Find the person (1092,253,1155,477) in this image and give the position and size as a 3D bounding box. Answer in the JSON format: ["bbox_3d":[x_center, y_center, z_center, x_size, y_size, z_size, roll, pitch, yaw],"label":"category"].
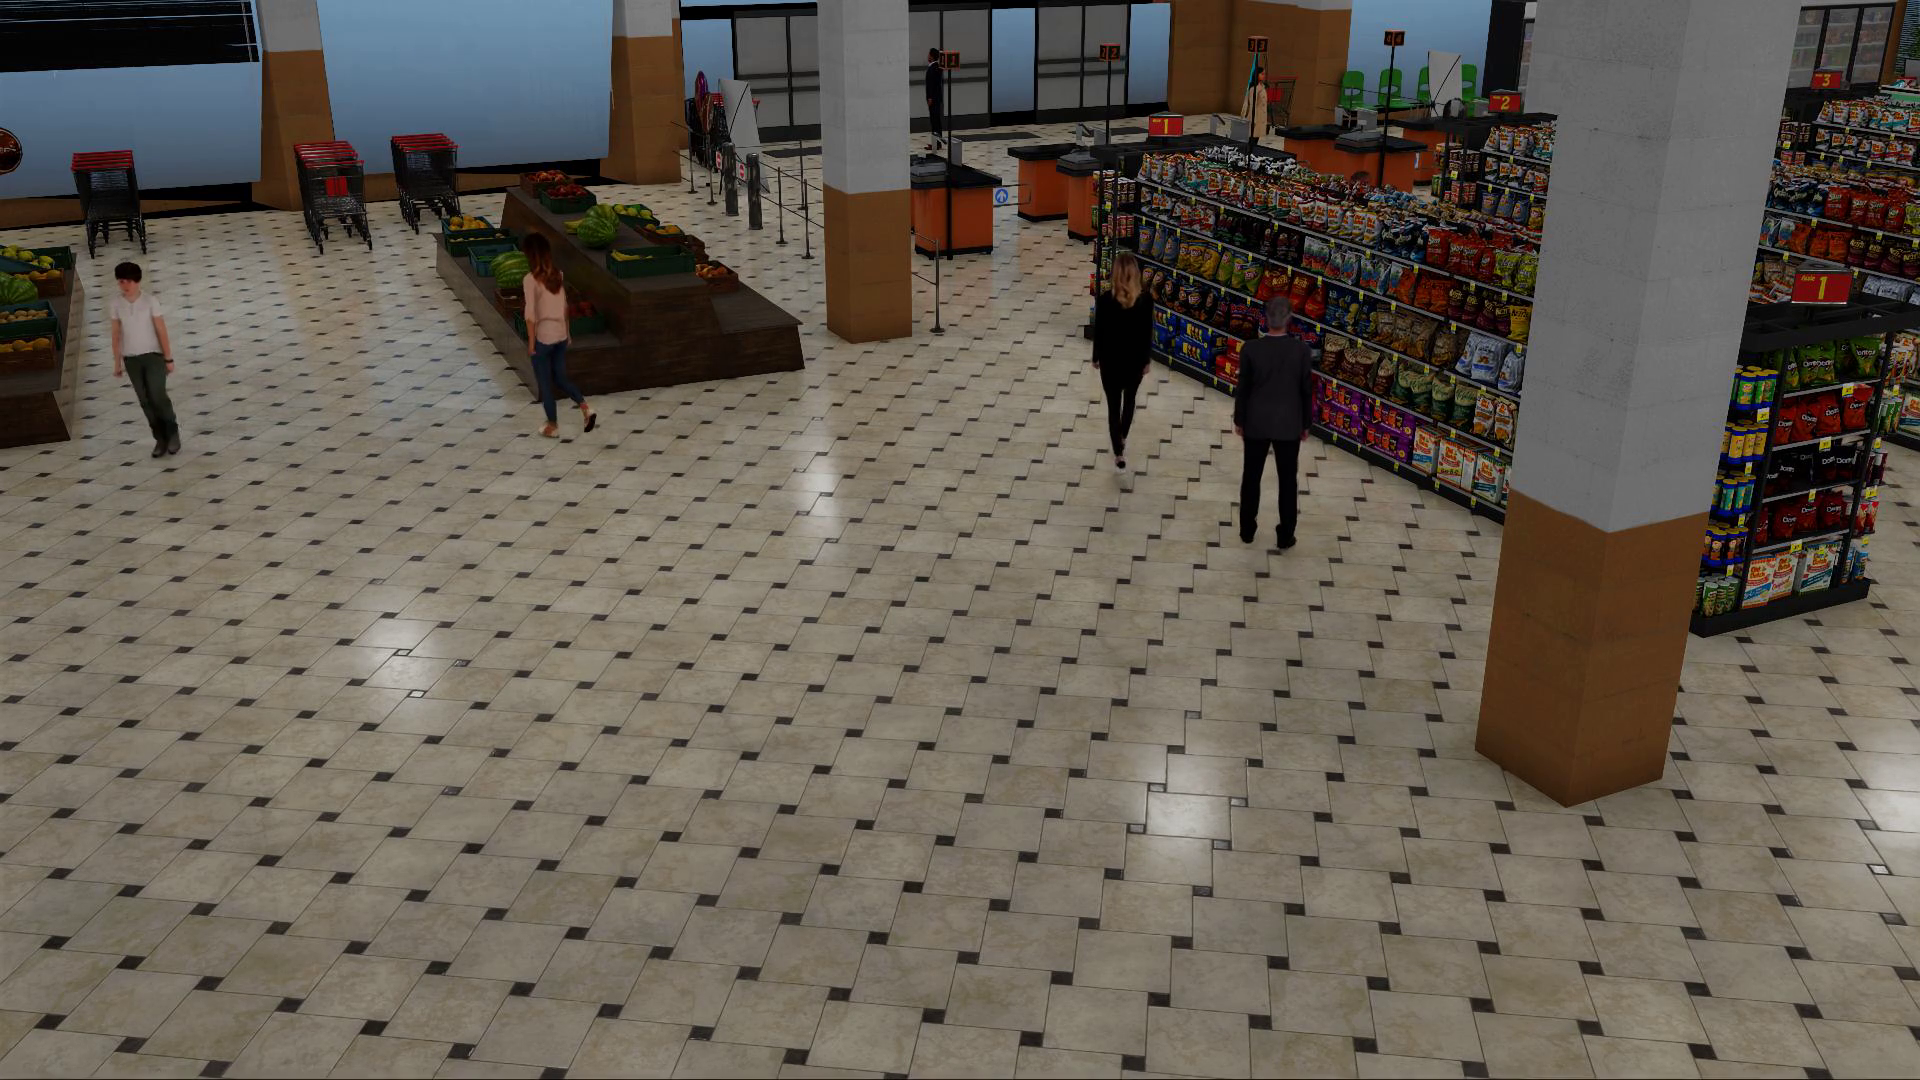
[{"bbox_3d":[1.295,-1.352,13.241,0.944,1.760,1.254,0,22,0],"label":"person"}]

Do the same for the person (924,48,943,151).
[{"bbox_3d":[-0.447,-7.733,29.167,0.769,1.726,0.681,5,22,13],"label":"person"}]

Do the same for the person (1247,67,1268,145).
[{"bbox_3d":[4.760,-6.763,26.811,0.730,1.682,0.705,11,24,26],"label":"person"}]

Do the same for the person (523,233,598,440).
[{"bbox_3d":[-3.410,-1.686,14.047,0.997,1.779,0.861,14,26,31],"label":"person"}]

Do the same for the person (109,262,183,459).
[{"bbox_3d":[-6.732,-1.510,13.793,0.675,1.642,0.711,-1,22,-2],"label":"person"}]

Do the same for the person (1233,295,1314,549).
[{"bbox_3d":[2.233,-0.847,11.862,0.823,1.850,0.849,5,22,11],"label":"person"}]
